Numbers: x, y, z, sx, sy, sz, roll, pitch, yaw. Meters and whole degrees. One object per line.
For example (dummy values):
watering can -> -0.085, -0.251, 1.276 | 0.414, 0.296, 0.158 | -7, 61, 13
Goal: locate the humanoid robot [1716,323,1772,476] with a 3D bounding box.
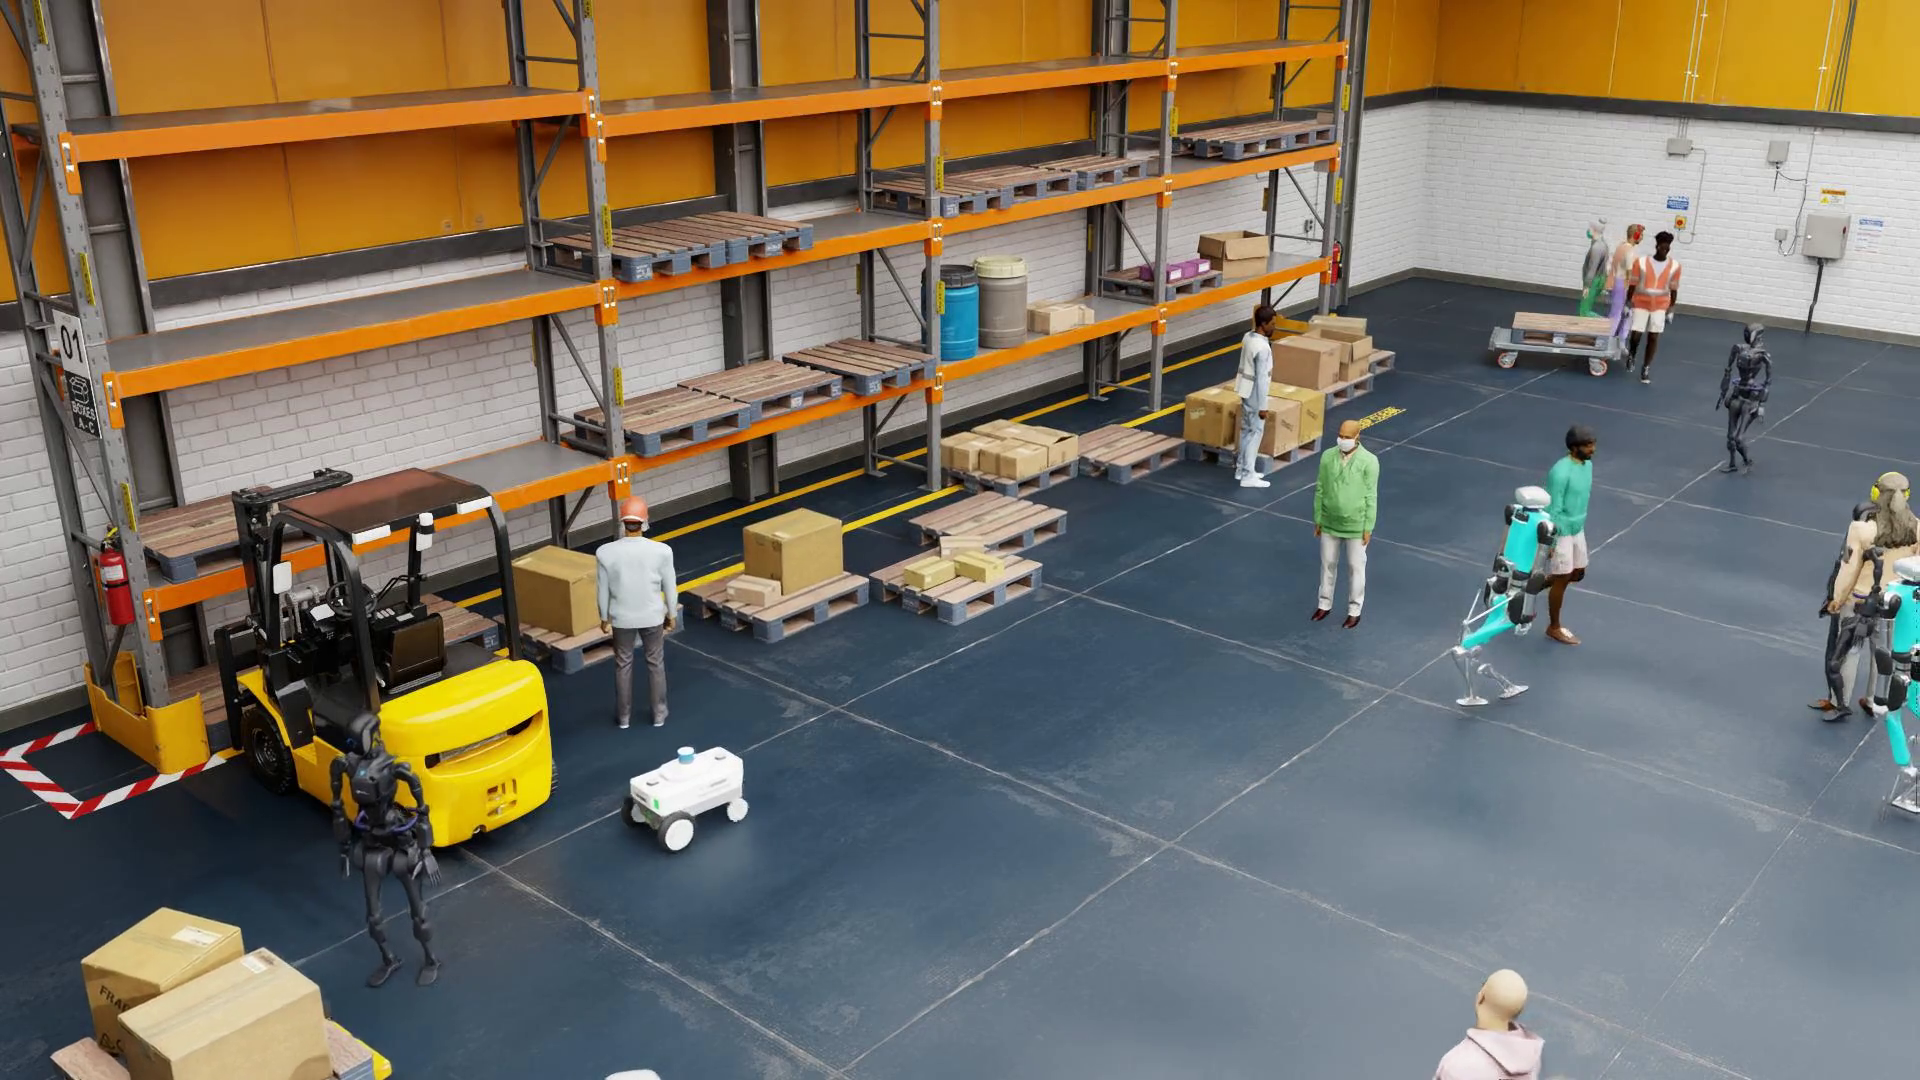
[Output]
humanoid robot -> 8.272, -1.492, 17.557 | 0.338, 1.643, 0.611 | -9, 22, -24

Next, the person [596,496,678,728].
person -> -2.323, 0.522, 12.009 | 0.575, 1.738, 0.351 | -4, 21, -9

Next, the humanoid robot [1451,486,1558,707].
humanoid robot -> 3.878, 0.483, 12.121 | 0.915, 1.756, 0.540 | -5, 21, -13

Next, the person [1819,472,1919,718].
person -> 6.645, 0.416, 12.106 | 0.566, 1.875, 0.390 | 0, 20, 0

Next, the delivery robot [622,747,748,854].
delivery robot -> -1.768, 1.637, 10.725 | 0.815, 0.611, 0.499 | -17, 26, -39

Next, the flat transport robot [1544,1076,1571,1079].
flat transport robot -> 3.019, 2.980, 7.478 | 0.659, 0.231, 1.431 | 4, 21, 11

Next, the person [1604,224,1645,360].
person -> 8.911, -3.311, 22.275 | 0.545, 1.822, 0.648 | 6, 21, 17

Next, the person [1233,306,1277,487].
person -> 3.052, -1.484, 17.214 | 0.408, 1.908, 0.595 | -3, 20, -7

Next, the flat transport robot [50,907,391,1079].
flat transport robot -> -3.580, 2.757, 8.081 | 0.659, 0.231, 1.431 | 16, 26, 37

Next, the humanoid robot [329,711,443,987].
humanoid robot -> -3.090, 1.666, 9.000 | 0.610, 1.647, 0.369 | 4, 21, 10

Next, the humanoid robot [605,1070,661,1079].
humanoid robot -> -0.916, 2.676, 6.243 | 1.006, 1.774, 0.530 | -12, 23, -29

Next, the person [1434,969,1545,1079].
person -> 2.003, 2.502, 6.640 | 0.561, 1.748, 0.475 | -16, 26, -37

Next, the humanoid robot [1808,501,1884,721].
humanoid robot -> 6.500, 0.497, 12.153 | 0.328, 1.649, 0.612 | 0, 20, 0

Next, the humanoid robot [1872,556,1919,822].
humanoid robot -> 6.198, 1.063, 10.659 | 0.540, 1.851, 0.751 | -13, 24, -31

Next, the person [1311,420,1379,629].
person -> 3.179, -0.142, 13.771 | 0.534, 1.778, 0.390 | 12, 23, 29

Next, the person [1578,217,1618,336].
person -> 8.750, -3.521, 22.843 | 0.628, 1.822, 0.522 | 10, 22, 25

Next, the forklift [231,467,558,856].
forklift -> -3.730, 0.710, 10.856 | 2.313, 2.155, 1.214 | 17, 26, 38

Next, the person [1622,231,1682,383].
person -> 8.792, -2.982, 21.198 | 0.646, 1.949, 0.480 | 5, 21, 13

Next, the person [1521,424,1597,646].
person -> 4.867, -0.074, 13.491 | 0.517, 1.830, 0.566 | -17, 26, -38
